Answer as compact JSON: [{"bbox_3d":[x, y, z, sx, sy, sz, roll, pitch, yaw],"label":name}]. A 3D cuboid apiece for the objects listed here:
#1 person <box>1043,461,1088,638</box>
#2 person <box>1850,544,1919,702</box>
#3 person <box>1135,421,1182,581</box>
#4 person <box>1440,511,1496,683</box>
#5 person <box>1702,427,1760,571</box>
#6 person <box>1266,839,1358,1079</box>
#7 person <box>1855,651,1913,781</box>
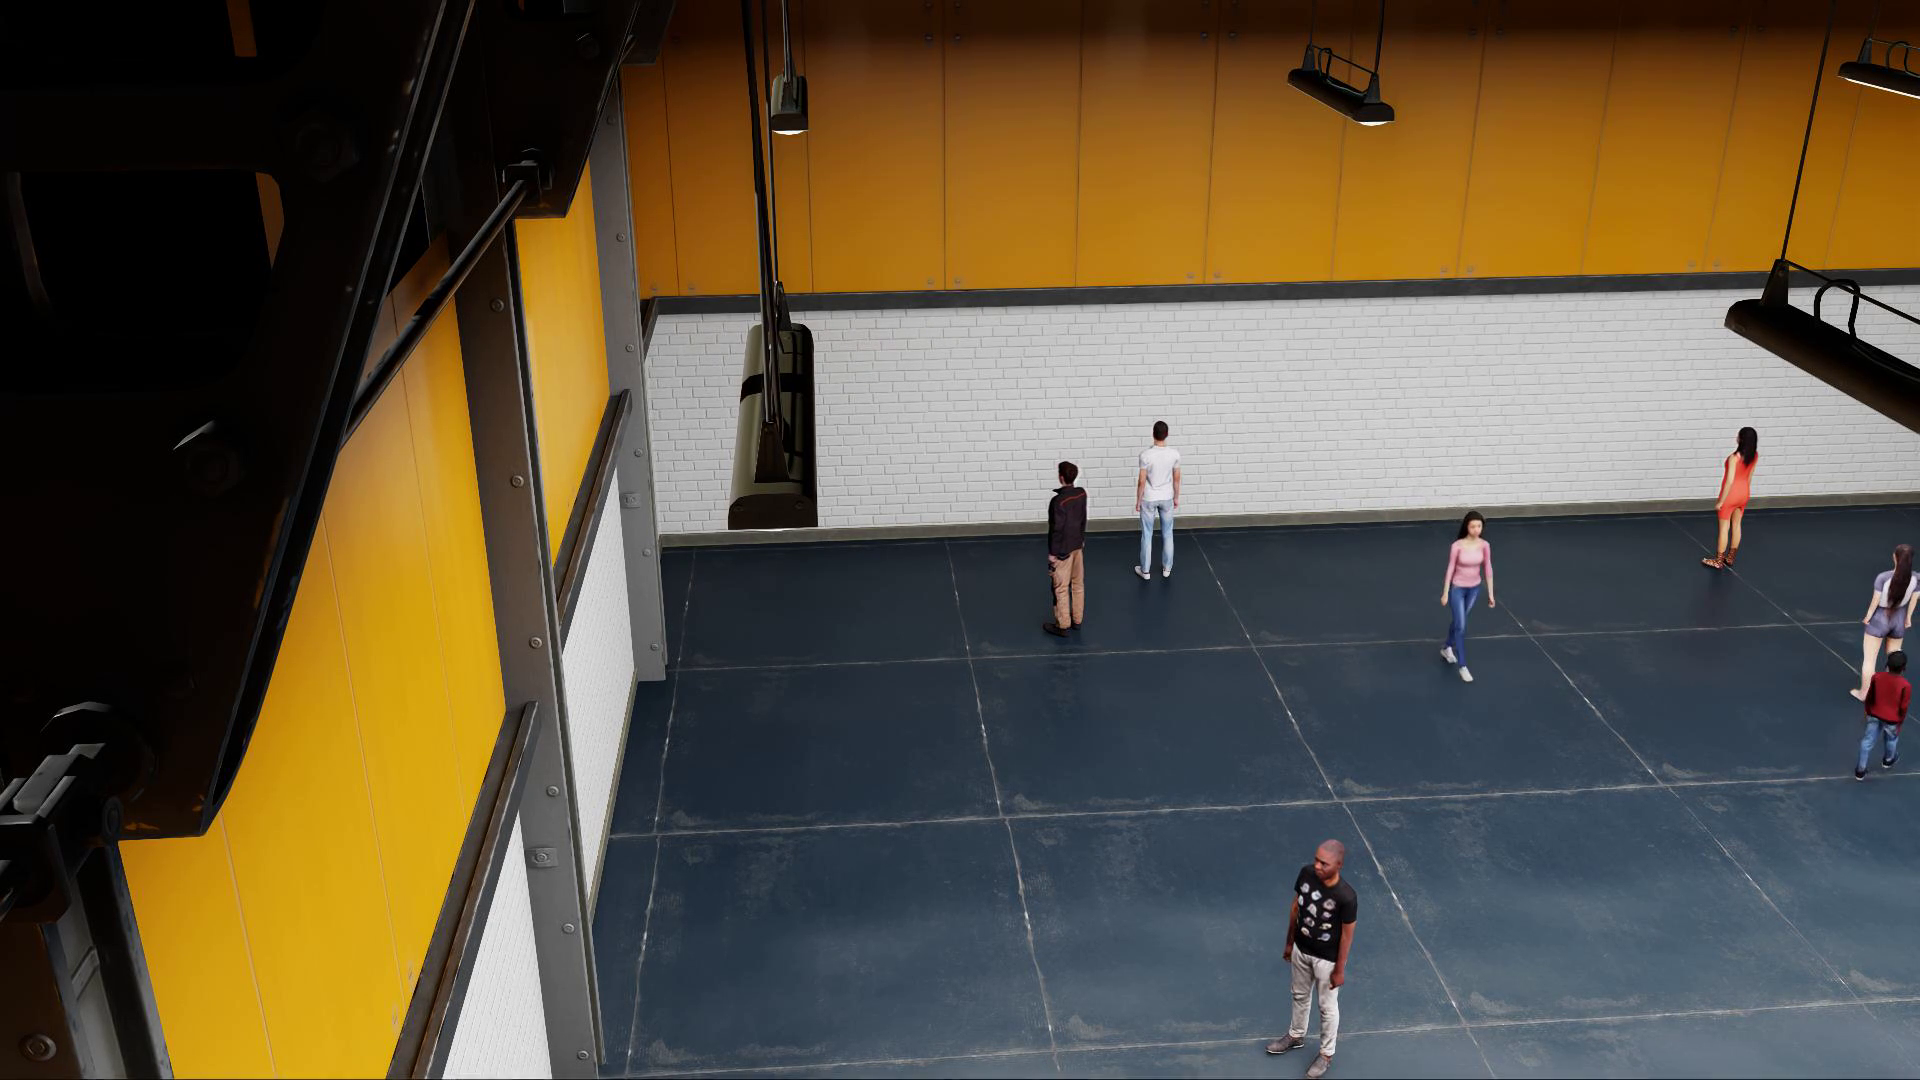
[{"bbox_3d":[1.113,0.087,17.450,0.826,1.924,0.786,21,31,40],"label":"person"},{"bbox_3d":[9.011,0.807,16.145,0.618,1.649,0.544,1,24,2],"label":"person"},{"bbox_3d":[2.230,-0.453,18.777,0.668,1.851,0.563,-4,24,-10],"label":"person"},{"bbox_3d":[5.067,0.484,16.801,0.655,1.715,1.009,-5,24,-11],"label":"person"},{"bbox_3d":[8.858,-0.488,19.020,0.656,1.719,0.645,-11,26,-24],"label":"person"},{"bbox_3d":[2.457,2.814,11.359,0.819,1.805,0.730,-19,30,-36],"label":"person"},{"bbox_3d":[8.242,1.597,14.862,0.811,1.230,0.855,21,31,39],"label":"person"}]
